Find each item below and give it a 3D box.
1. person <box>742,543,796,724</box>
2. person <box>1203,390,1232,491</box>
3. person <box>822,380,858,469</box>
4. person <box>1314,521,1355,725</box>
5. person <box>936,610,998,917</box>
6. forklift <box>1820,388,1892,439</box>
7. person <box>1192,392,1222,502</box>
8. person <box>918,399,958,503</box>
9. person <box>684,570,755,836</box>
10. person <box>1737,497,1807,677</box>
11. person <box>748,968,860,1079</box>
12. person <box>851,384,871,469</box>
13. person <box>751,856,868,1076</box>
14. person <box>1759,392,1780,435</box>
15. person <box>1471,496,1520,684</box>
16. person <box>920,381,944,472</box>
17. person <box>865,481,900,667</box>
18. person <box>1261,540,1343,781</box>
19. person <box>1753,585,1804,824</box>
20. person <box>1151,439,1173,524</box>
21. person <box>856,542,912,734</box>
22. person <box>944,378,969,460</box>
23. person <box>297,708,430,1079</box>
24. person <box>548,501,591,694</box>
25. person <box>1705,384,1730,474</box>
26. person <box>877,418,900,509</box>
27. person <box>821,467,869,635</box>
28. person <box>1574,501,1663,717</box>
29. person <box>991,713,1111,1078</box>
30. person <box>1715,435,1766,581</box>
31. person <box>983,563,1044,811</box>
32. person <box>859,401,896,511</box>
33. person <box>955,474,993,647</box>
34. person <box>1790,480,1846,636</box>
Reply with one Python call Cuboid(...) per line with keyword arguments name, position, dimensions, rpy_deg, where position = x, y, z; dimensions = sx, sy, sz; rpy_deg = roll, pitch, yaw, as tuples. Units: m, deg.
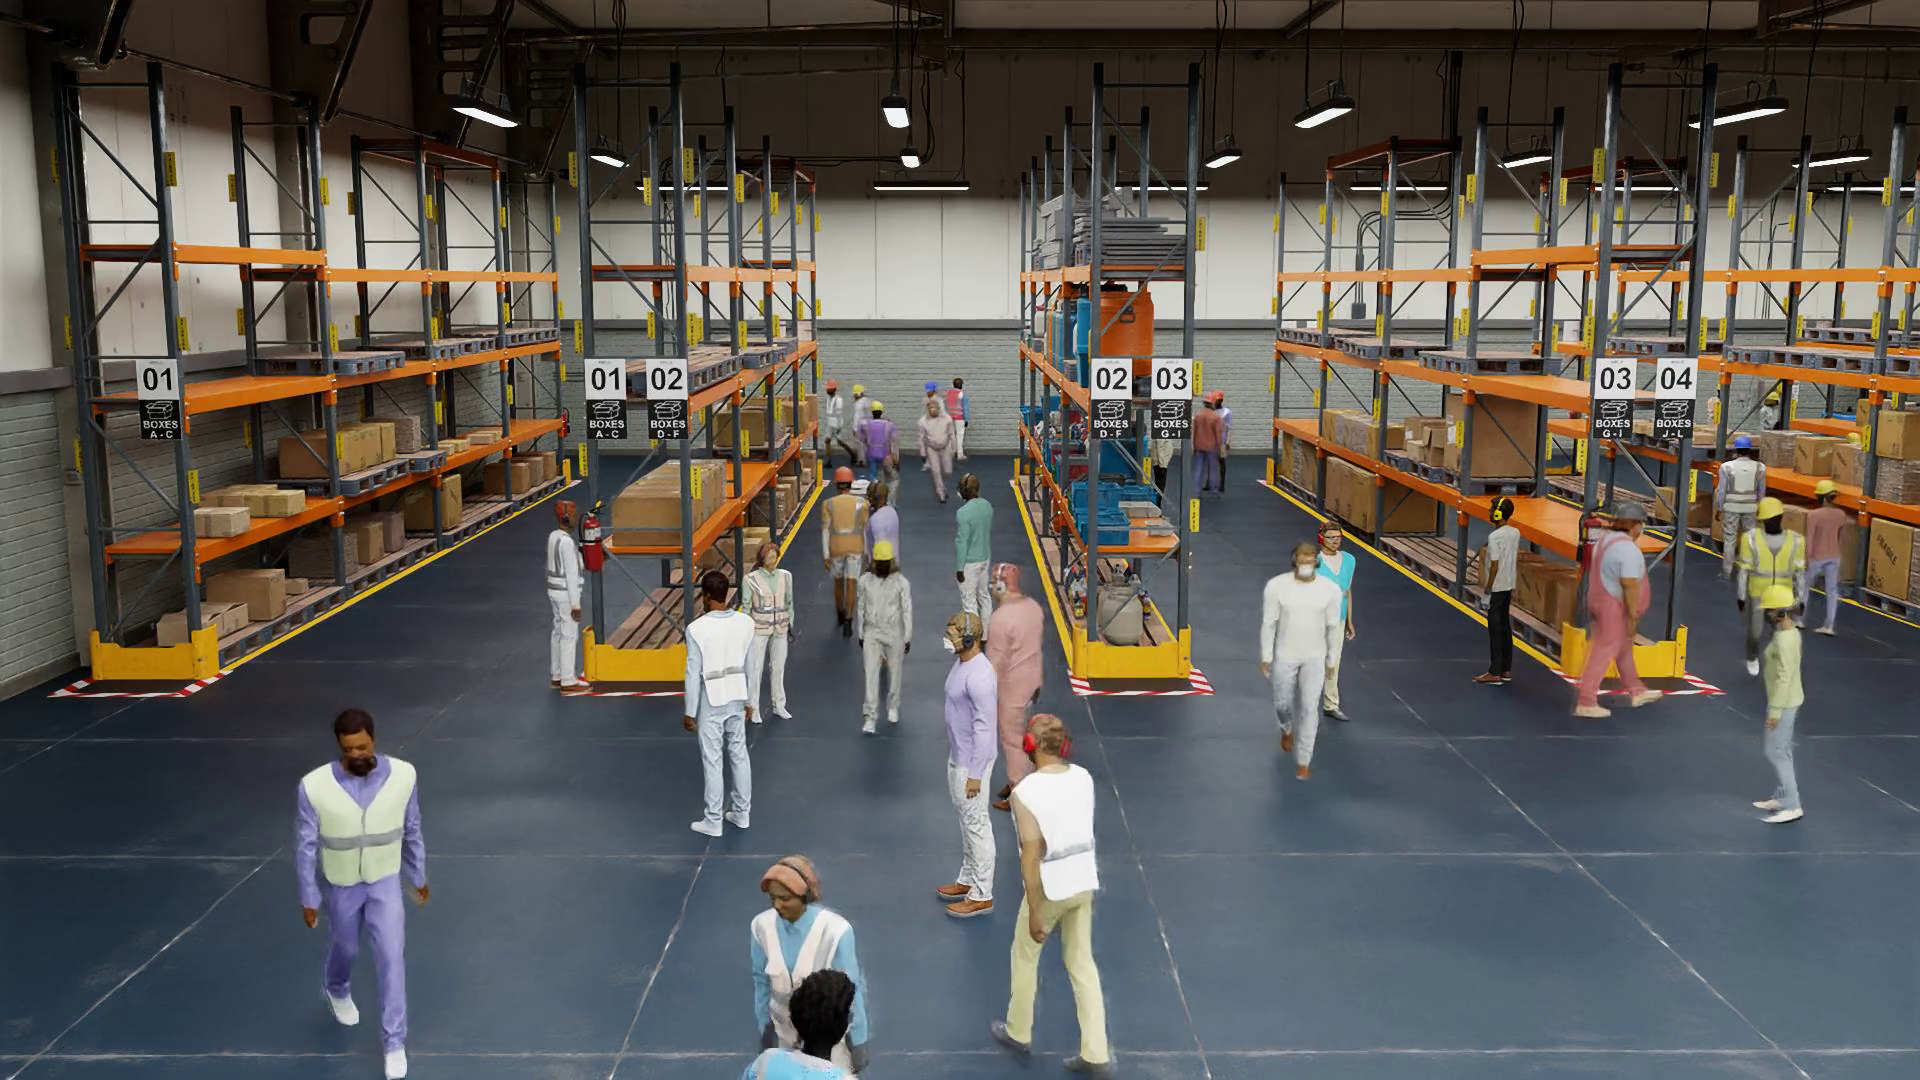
Cuboid(name="person", position=(-1.733, 0.835, 15.065), dimensions=(0.525, 1.637, 0.307), rpy_deg=(-6, 10, -32))
Cuboid(name="person", position=(4.891, -1.895, 31.663), dimensions=(0.542, 1.938, 0.358), rpy_deg=(4, 10, 26))
Cuboid(name="person", position=(-2.612, -2.484, 35.557), dimensions=(0.839, 1.911, 0.555), rpy_deg=(-7, 11, -39))
Cuboid(name="person", position=(3.306, 0.735, 15.040), dimensions=(0.565, 1.846, 0.388), rpy_deg=(-4, 10, -23))
Cuboid(name="person", position=(0.053, 1.395, 10.493), dimensions=(0.359, 1.938, 0.635), rpy_deg=(-2, 9, -10))
Cuboid(name="forklift", position=(20.072, -3.110, 36.462), dimensions=(1.873, 2.768, 1.129), rpy_deg=(0, 9, 0))
Cuboid(name="person", position=(4.494, -1.688, 30.155), dimensions=(0.620, 1.992, 0.396), rpy_deg=(8, 12, 42))
Cuboid(name="person", position=(-0.392, -1.609, 30.002), dimensions=(0.698, 1.885, 0.450), rpy_deg=(-2, 9, -14))
Cuboid(name="person", position=(-1.715, 1.174, 12.014), dimensions=(0.376, 1.912, 0.586), rpy_deg=(8, 12, 42))
Cuboid(name="person", position=(7.948, 0.509, 16.305), dimensions=(0.622, 1.905, 0.564), rpy_deg=(3, 9, 17))
Cuboid(name="person", position=(-0.495, 2.277, 5.627), dimensions=(0.548, 1.674, 0.355), rpy_deg=(6, 11, 33))
Cuboid(name="person", position=(-2.108, -2.404, 35.363), dimensions=(0.439, 1.805, 0.602), rpy_deg=(2, 9, 14))
Cuboid(name="person", position=(-0.616, 2.090, 7.024), dimensions=(0.538, 1.617, 0.469), rpy_deg=(5, 10, 28))
Cuboid(name="person", position=(16.577, -2.165, 34.066), dimensions=(0.489, 1.737, 0.322), rpy_deg=(-4, 10, -24))
Cuboid(name="person", position=(5.330, 0.494, 16.499), dimensions=(0.328, 1.876, 0.515), rpy_deg=(9, 12, 44))
Cuboid(name="person", position=(-0.546, -2.370, 34.767), dimensions=(0.588, 1.922, 0.634), rpy_deg=(-9, 12, -44))
Cuboid(name="person", position=(-0.809, 0.346, 17.250), dimensions=(0.355, 1.936, 0.635), rpy_deg=(2, 9, 12))
Cuboid(name="person", position=(2.769, 0.936, 13.513), dimensions=(0.639, 1.924, 0.743), rpy_deg=(2, 9, 11))
Cuboid(name="person", position=(6.066, 1.207, 12.313), dimensions=(0.426, 1.753, 0.567), rpy_deg=(5, 10, 30))
Cuboid(name="person", position=(3.350, -1.248, 27.372), dimensions=(0.415, 1.985, 0.611), rpy_deg=(1, 9, 9))
Cuboid(name="person", position=(-0.671, 0.853, 14.766), dimensions=(0.505, 1.688, 0.910), rpy_deg=(1, 9, 3))
Cuboid(name="person", position=(-0.062, -2.715, 37.298), dimensions=(0.619, 1.836, 0.432), rpy_deg=(6, 11, 34))
Cuboid(name="person", position=(-3.084, 1.732, 8.584), dimensions=(0.643, 1.873, 0.943), rpy_deg=(-5, 10, -28))
Cuboid(name="person", position=(-3.817, 0.560, 16.121), dimensions=(0.337, 1.881, 0.637), rpy_deg=(-5, 10, -29))
Cuboid(name="person", position=(15.736, -2.326, 34.496), dimensions=(0.585, 1.920, 0.383), rpy_deg=(-4, 10, -24))
Cuboid(name="person", position=(-1.273, -1.328, 29.016), dimensions=(0.572, 1.610, 0.471), rpy_deg=(6, 11, 34))
Cuboid(name="person", position=(-1.300, 0.111, 18.949), dimensions=(0.546, 1.888, 1.013), rpy_deg=(0, 9, 0))
Cuboid(name="person", position=(6.135, 0.595, 15.319), dimensions=(1.042, 2.000, 0.726), rpy_deg=(0, 9, -1))
Cuboid(name="person", position=(0.464, 1.786, 8.438), dimensions=(0.587, 1.796, 0.868), rpy_deg=(-7, 11, -39))
Cuboid(name="person", position=(10.376, -0.417, 22.134), dimensions=(0.612, 1.943, 0.404), rpy_deg=(1, 9, 9))
Cuboid(name="person", position=(0.345, 1.108, 12.540), dimensions=(0.572, 1.882, 0.655), rpy_deg=(5, 10, 29))
Cuboid(name="person", position=(-1.451, -1.466, 29.020), dimensions=(0.621, 1.896, 0.729), rpy_deg=(-1, 9, -4))
Cuboid(name="person", position=(0.140, 0.248, 17.914), dimensions=(0.363, 1.932, 0.632), rpy_deg=(6, 10, 32))
Cuboid(name="person", position=(9.718, 0.185, 18.878), dimensions=(0.555, 1.737, 0.742), rpy_deg=(-2, 9, -11))
